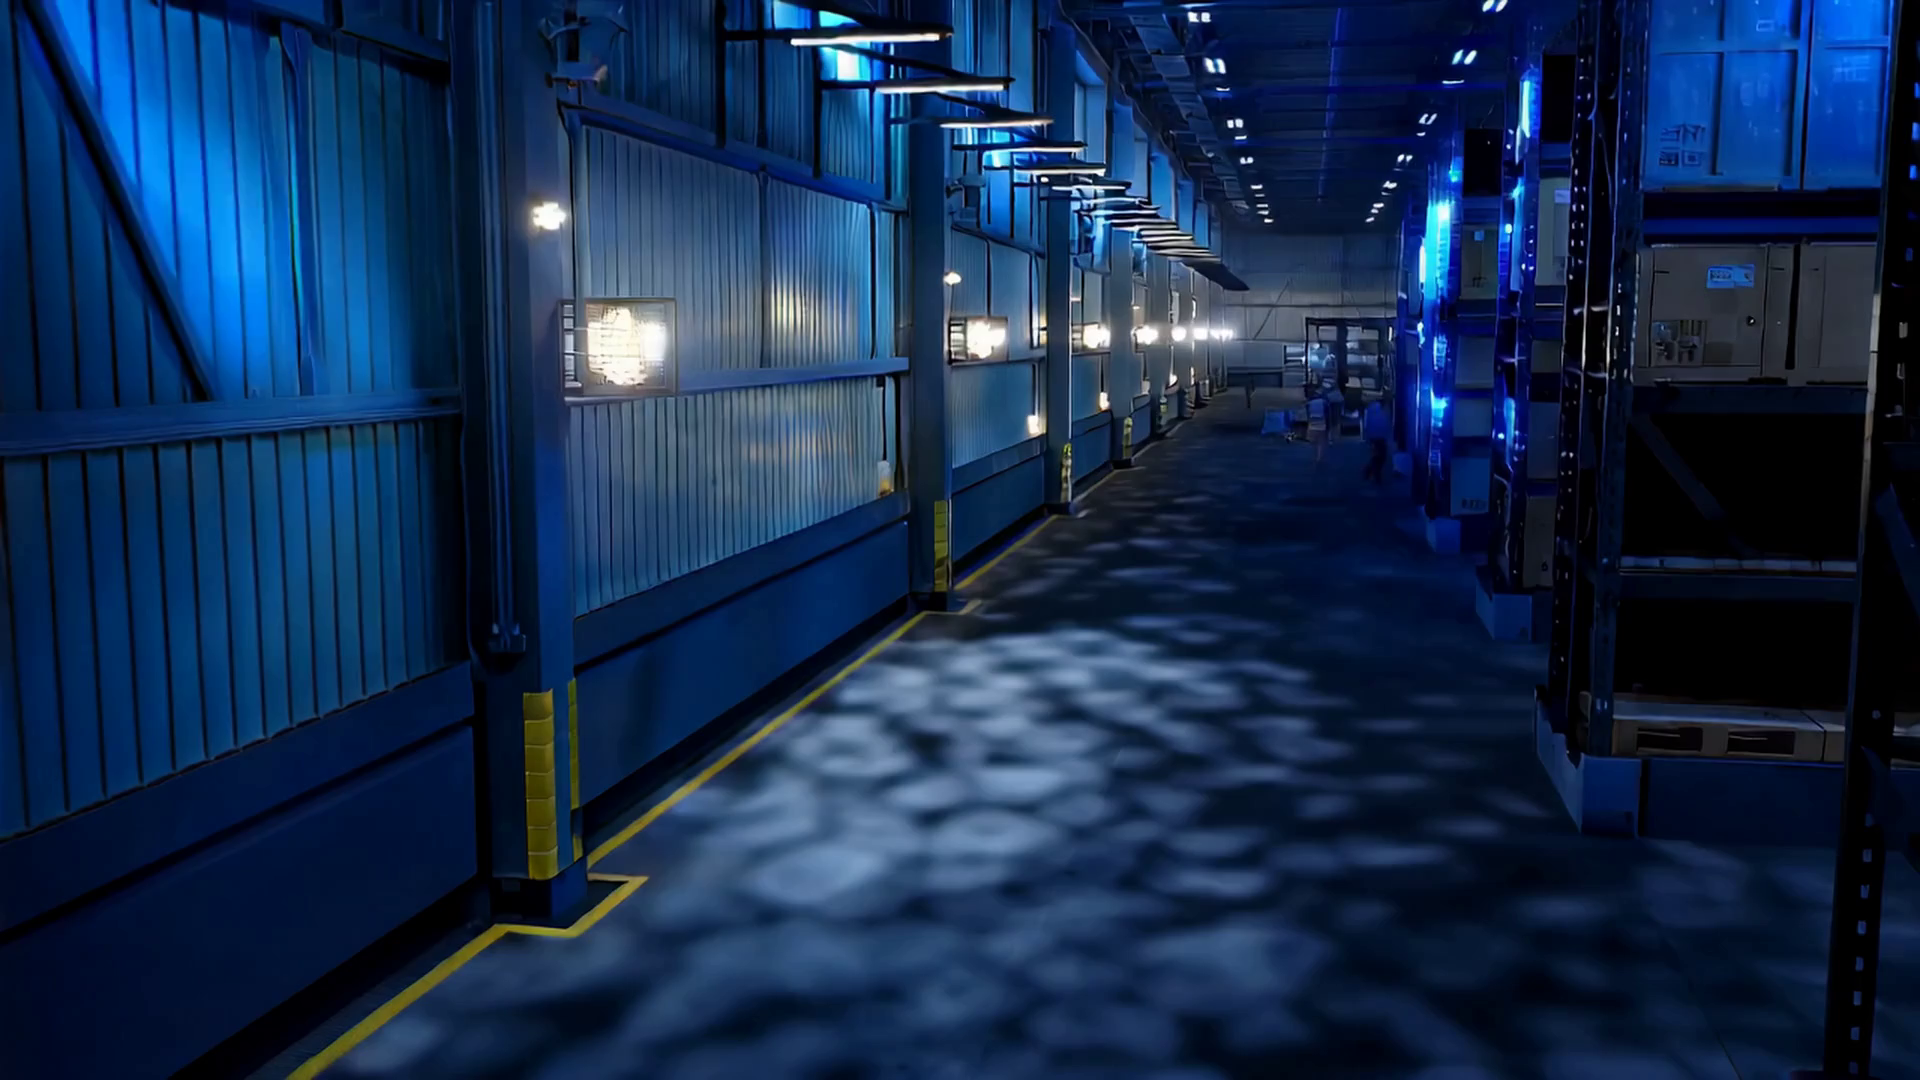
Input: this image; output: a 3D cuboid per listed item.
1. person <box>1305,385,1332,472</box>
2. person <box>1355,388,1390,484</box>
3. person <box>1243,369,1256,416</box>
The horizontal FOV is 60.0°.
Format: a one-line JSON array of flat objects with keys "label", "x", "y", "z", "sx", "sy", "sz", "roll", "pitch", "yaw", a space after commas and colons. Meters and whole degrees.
[{"label": "person", "x": 8.026, "y": -2.488, "z": 37.089, "sx": 0.633, "sy": 1.918, "sz": 0.793, "roll": 4, "pitch": 8, "yaw": 30}, {"label": "person", "x": 8.475, "y": -2.111, "z": 33.929, "sx": 0.583, "sy": 1.960, "sz": 0.636, "roll": -1, "pitch": 7, "yaw": -6}, {"label": "person", "x": 10.747, "y": -5.485, "z": 61.819, "sx": 0.561, "sy": 1.741, "sz": 0.344, "roll": -5, "pitch": 9, "yaw": -35}]
